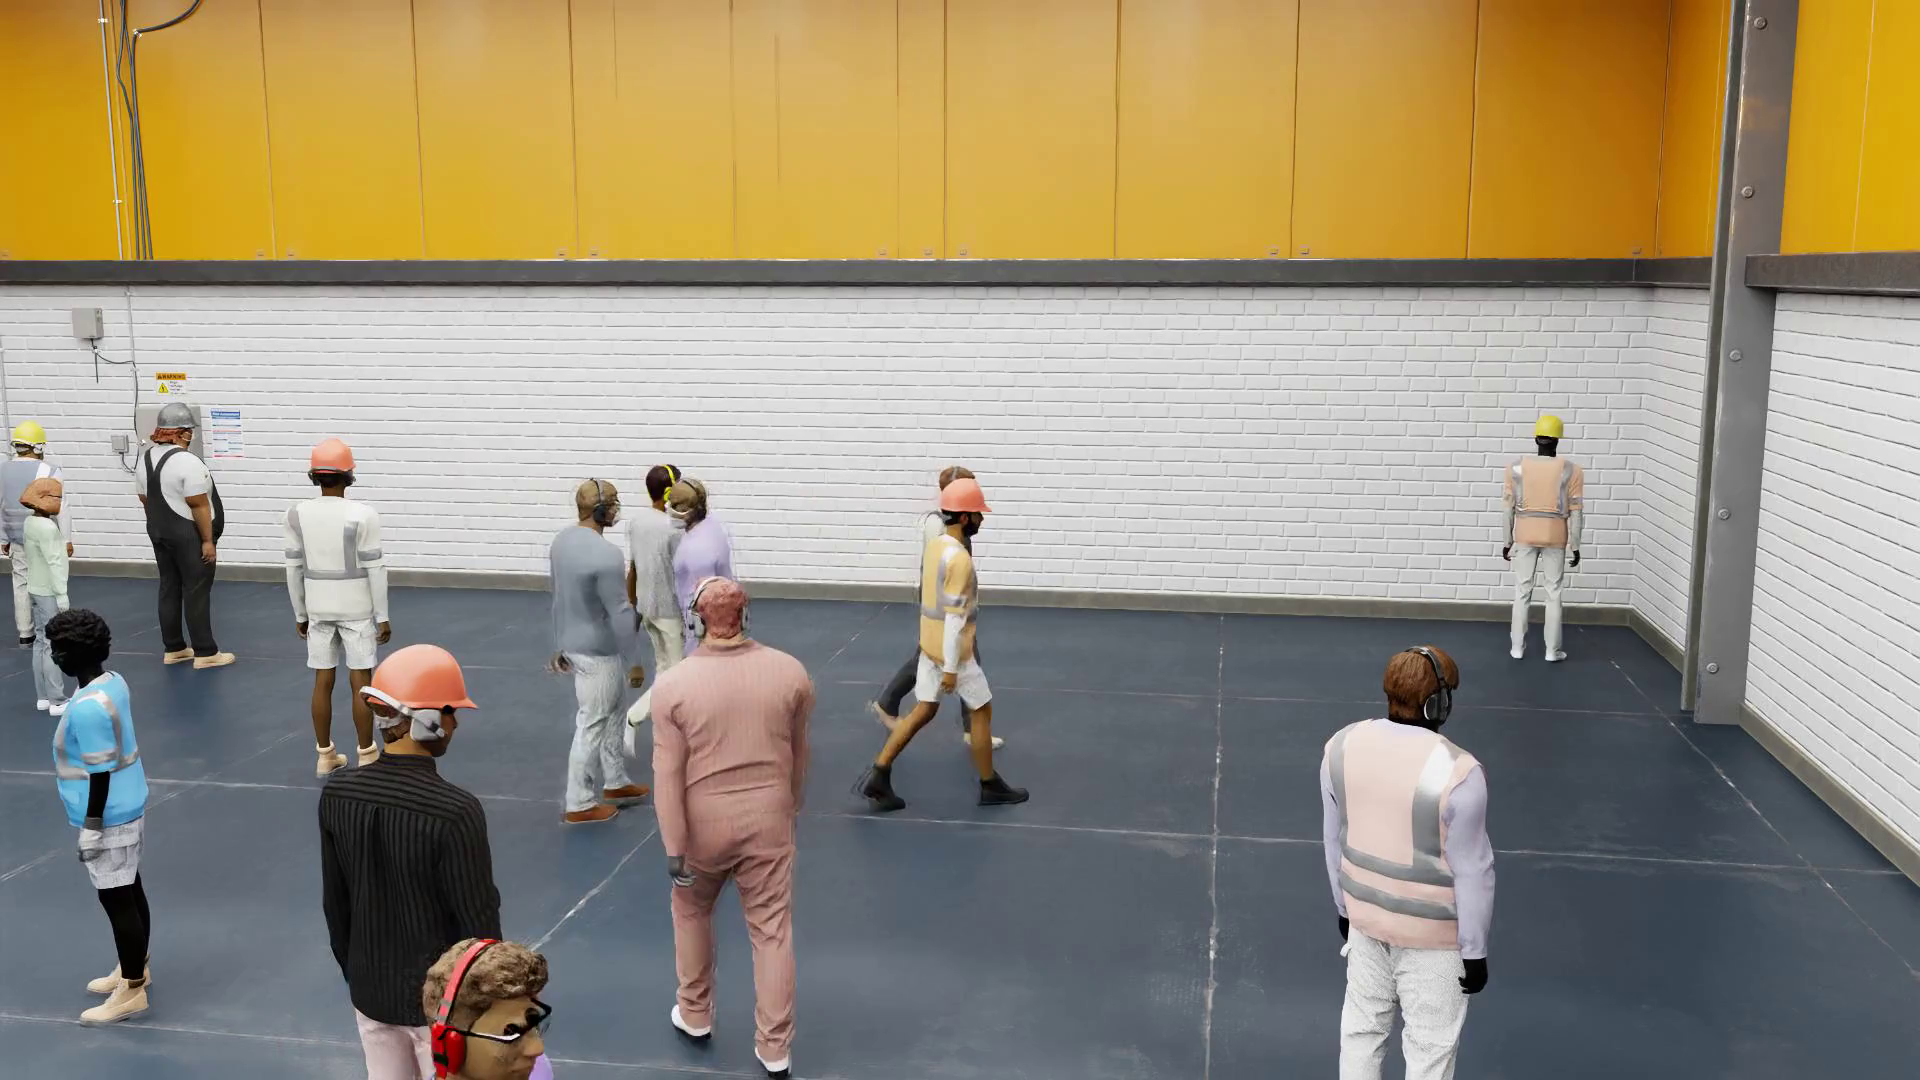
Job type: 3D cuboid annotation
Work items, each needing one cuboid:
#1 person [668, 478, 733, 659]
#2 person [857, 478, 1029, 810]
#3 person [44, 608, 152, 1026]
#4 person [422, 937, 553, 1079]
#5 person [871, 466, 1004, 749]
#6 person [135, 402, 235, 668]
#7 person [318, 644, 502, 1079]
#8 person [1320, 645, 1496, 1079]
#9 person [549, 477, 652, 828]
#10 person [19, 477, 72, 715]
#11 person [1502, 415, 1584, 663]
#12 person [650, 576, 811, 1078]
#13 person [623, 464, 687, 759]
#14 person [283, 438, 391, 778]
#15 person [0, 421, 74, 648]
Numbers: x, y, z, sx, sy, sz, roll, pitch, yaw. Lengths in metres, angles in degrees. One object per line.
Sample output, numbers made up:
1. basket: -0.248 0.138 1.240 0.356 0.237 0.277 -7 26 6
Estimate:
1. person: -1.419 0.561 9.501 0.453 1.894 0.782 0 9 -1
2. person: -0.118 0.595 9.304 0.975 1.895 0.577 -3 10 -20
3. person: -3.471 1.107 6.741 0.321 1.692 0.530 -3 10 -19
4. person: -0.963 1.623 3.170 0.540 1.824 0.566 1 9 8
5. person: -0.156 0.417 10.653 0.918 1.810 0.530 5 10 28
6. person: -5.923 -0.044 12.765 0.683 2.000 0.538 5 10 28
7. person: -1.524 1.282 4.760 0.609 1.986 0.391 5 10 27
8. person: 1.470 1.247 5.419 0.429 1.844 0.623 -7 12 -37
9. person: -1.909 0.602 9.153 0.736 1.914 0.649 -7 12 -37
10. person: -6.228 0.381 11.397 0.281 1.633 0.499 -9 13 -44
11. person: 4.511 -0.001 12.908 0.606 1.924 0.426 5 10 26
12. person: -0.886 1.072 6.397 0.640 1.881 0.824 -4 10 -22
13. person: -1.902 0.458 10.279 0.550 1.846 0.637 8 12 41
14. person: -3.686 0.414 9.921 0.613 2.048 0.362 1 9 8
15. person: -7.423 -0.038 13.370 0.600 1.829 0.404 0 9 1
